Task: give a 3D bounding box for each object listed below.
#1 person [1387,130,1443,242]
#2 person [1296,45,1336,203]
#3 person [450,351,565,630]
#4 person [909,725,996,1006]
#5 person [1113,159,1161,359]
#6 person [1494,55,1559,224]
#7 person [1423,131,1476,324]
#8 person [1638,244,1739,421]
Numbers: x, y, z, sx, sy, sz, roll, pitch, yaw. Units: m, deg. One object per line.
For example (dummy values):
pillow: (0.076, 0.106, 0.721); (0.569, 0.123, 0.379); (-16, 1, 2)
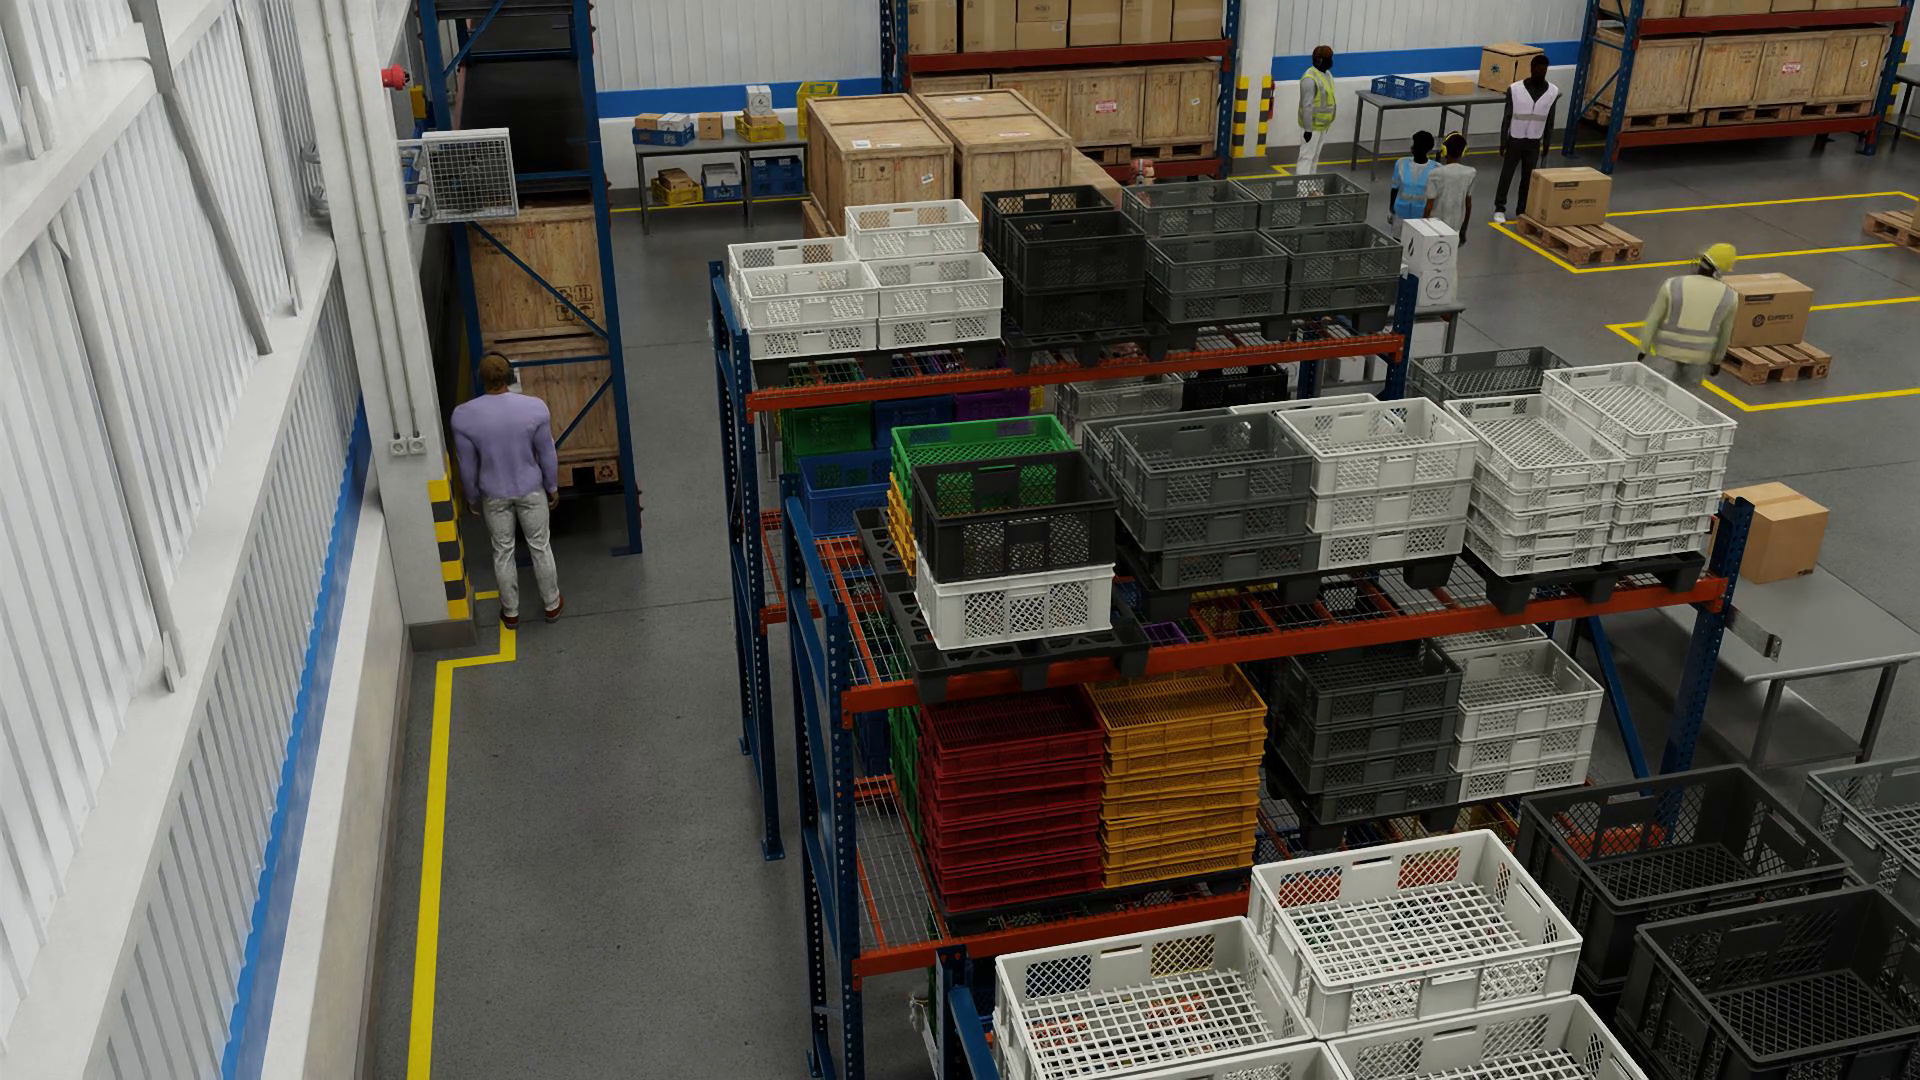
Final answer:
person: (4.551, -3.273, 16.706); (0.531, 1.697, 0.322); (14, 31, 24)
person: (4.207, -4.902, 19.646); (0.429, 1.844, 0.625); (15, 31, 26)
person: (-2.926, -0.322, 10.852); (0.627, 1.940, 0.372); (-7, 29, -13)
person: (0.001, 1.440, 7.570); (0.337, 1.879, 0.584); (-21, 34, -34)
person: (1.598, -2.495, 15.010); (0.407, 1.906, 0.655); (-3, 28, -5)
person: (6.431, -4.556, 18.921); (0.591, 1.915, 0.400); (0, 28, 0)
person: (4.632, -2.974, 15.963); (0.513, 1.867, 0.331); (-5, 28, -9)
person: (5.738, -1.483, 13.228); (0.674, 1.788, 0.448); (8, 29, 14)
